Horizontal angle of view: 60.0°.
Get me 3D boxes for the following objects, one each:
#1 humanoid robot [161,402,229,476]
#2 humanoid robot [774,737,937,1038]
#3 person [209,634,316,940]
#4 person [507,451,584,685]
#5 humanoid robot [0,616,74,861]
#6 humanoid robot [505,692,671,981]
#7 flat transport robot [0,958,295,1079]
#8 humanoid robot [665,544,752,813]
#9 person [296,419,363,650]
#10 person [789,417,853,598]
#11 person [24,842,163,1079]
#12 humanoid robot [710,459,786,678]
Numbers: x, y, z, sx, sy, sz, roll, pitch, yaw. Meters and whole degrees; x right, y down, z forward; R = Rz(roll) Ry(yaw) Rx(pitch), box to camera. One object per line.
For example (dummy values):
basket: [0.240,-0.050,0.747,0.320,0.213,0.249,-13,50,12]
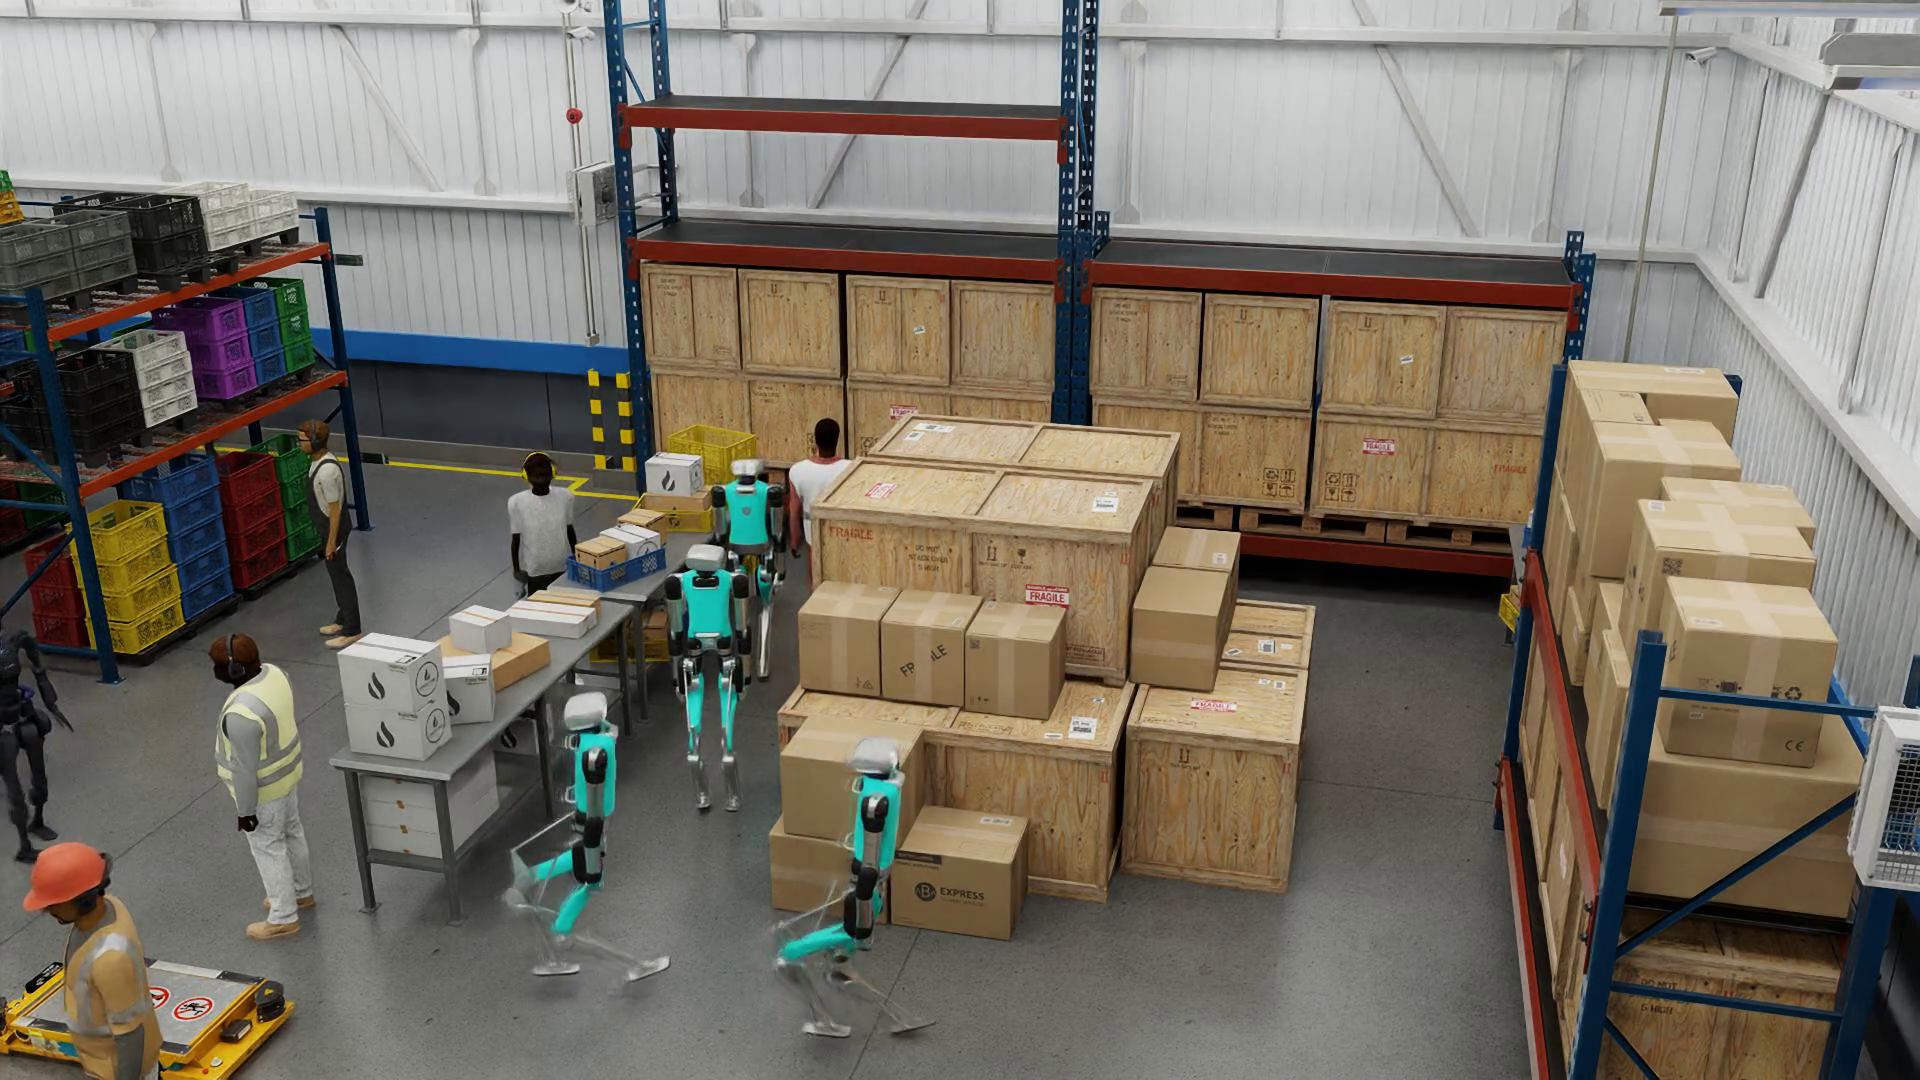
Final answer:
humanoid robot: [-7.592,-1.247,16.416,0.723,1.626,0.591,11,23,26]
humanoid robot: [-0.582,1.799,8.287,0.919,1.763,0.543,2,21,5]
person: [-3.898,1.366,9.291,0.429,1.834,0.631,-1,21,-2]
person: [-3.020,0.235,12.191,0.530,1.868,0.309,-12,24,-28]
humanoid robot: [-5.733,1.127,10.135,0.439,1.655,0.589,10,23,24]
humanoid robot: [-2.057,1.628,8.721,0.994,1.742,0.554,-3,21,-9]
flat transport robot: [-4.270,2.464,8.601,1.431,0.231,0.659,5,22,13]
humanoid robot: [-1.578,0.939,10.480,0.530,1.761,0.686,-1,21,-4]
person: [-4.925,-0.054,12.979,0.343,1.845,0.508,-10,23,-24]
person: [-0.996,-0.002,12.749,0.596,1.915,0.385,-2,21,-4]
person: [-3.537,2.149,6.948,0.376,2.039,0.605,-14,25,-32]
humanoid robot: [-1.550,0.194,12.477,0.530,1.809,0.646,0,21,-1]
